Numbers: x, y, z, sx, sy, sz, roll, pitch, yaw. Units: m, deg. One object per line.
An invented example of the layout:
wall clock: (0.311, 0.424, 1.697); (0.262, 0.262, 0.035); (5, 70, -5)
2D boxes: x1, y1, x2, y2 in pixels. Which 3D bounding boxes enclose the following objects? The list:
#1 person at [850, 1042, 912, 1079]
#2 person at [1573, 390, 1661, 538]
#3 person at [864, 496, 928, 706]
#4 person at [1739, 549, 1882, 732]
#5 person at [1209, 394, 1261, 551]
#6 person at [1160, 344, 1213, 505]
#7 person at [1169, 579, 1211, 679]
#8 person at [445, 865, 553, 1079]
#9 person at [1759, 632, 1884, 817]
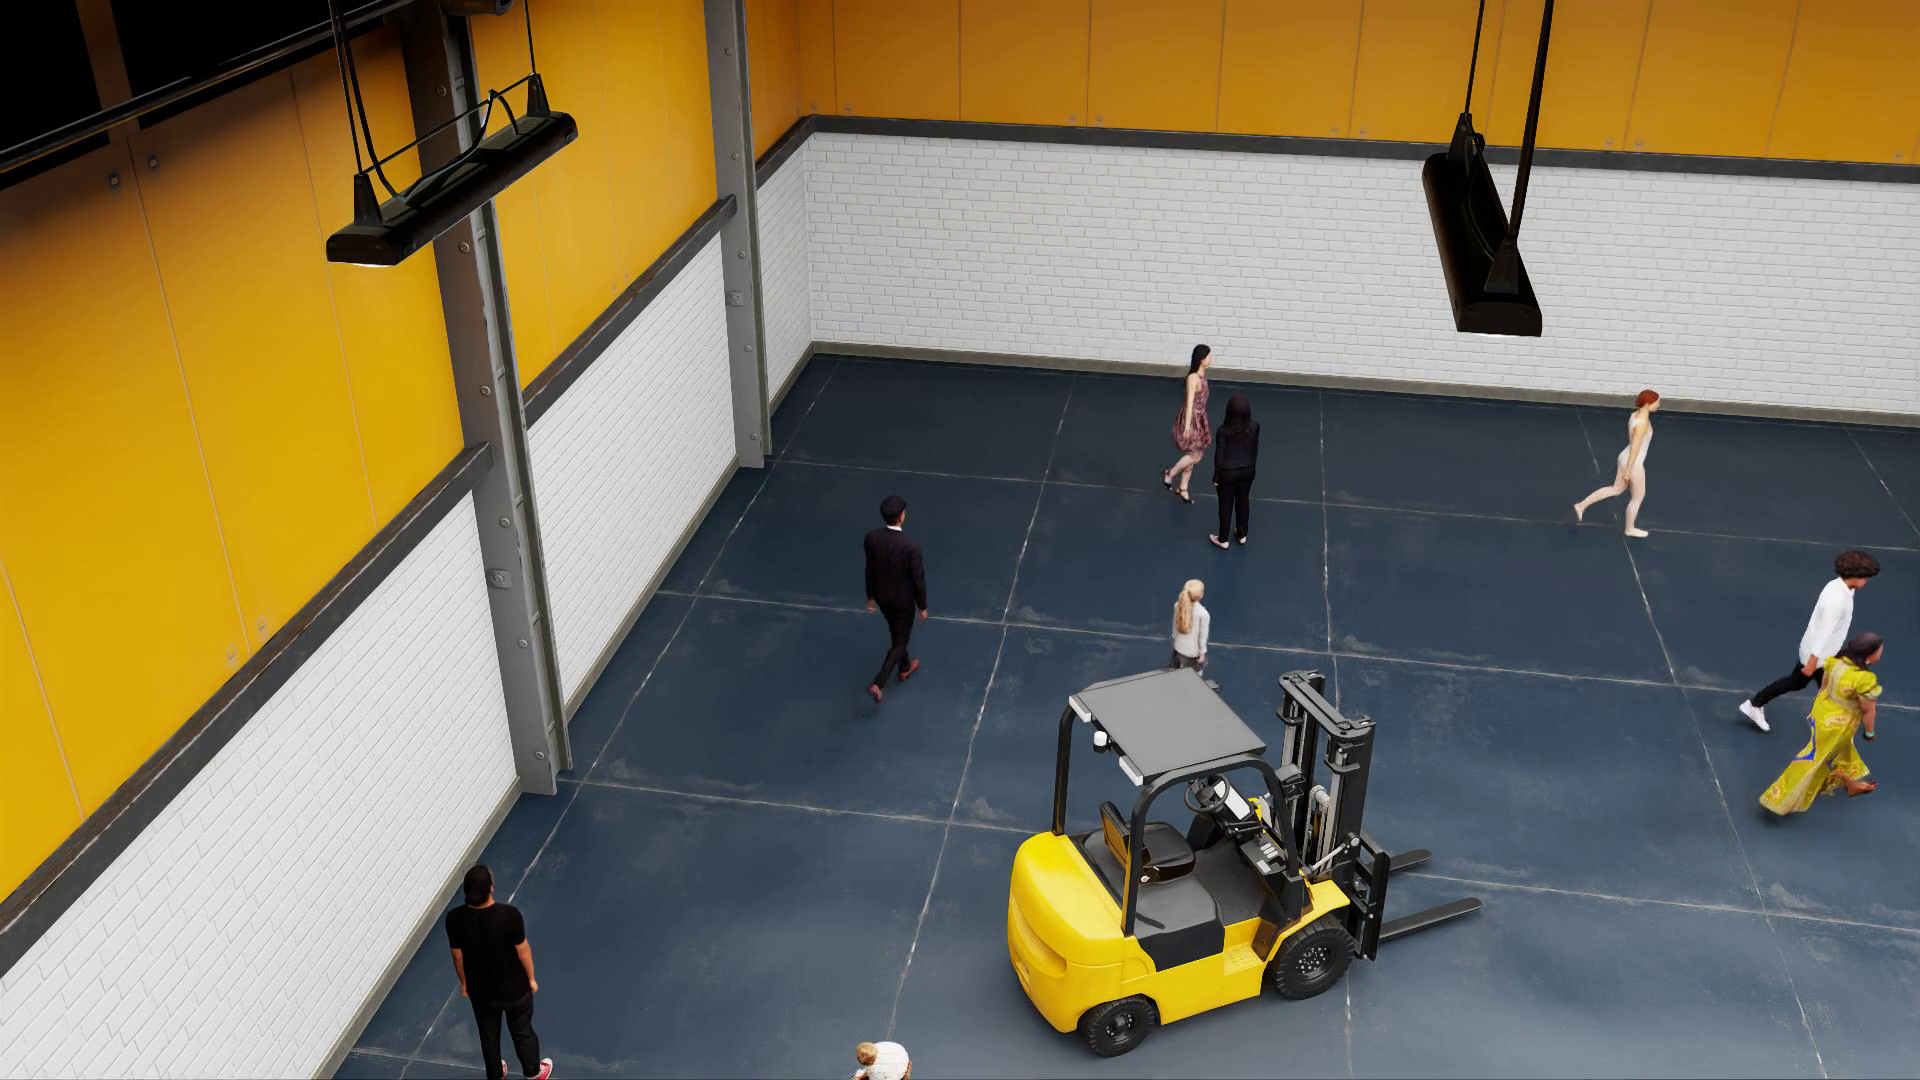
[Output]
person: (-0.499, 3.386, 8.795); (1.024, 1.871, 0.972); (-17, 33, -28)
person: (6.640, -0.760, 16.660); (0.633, 1.619, 0.896); (4, 29, 8)
person: (-0.594, 0.533, 14.041); (0.971, 1.855, 1.247); (15, 32, 25)
person: (6.905, 0.860, 13.528); (0.956, 1.772, 1.145); (15, 32, 26)
person: (2.731, -0.680, 16.516); (0.773, 1.616, 0.805); (-12, 31, -21)
person: (2.341, -1.196, 17.317); (0.772, 1.755, 0.754); (11, 31, 20)
person: (1.888, 0.915, 13.975); (0.744, 1.249, 0.935); (19, 34, 31)
person: (-2.828, 2.700, 10.171); (0.673, 1.758, 0.637); (-1, 29, -1)
person: (6.564, 1.447, 12.635); (1.027, 1.598, 1.276); (-2, 29, -4)
